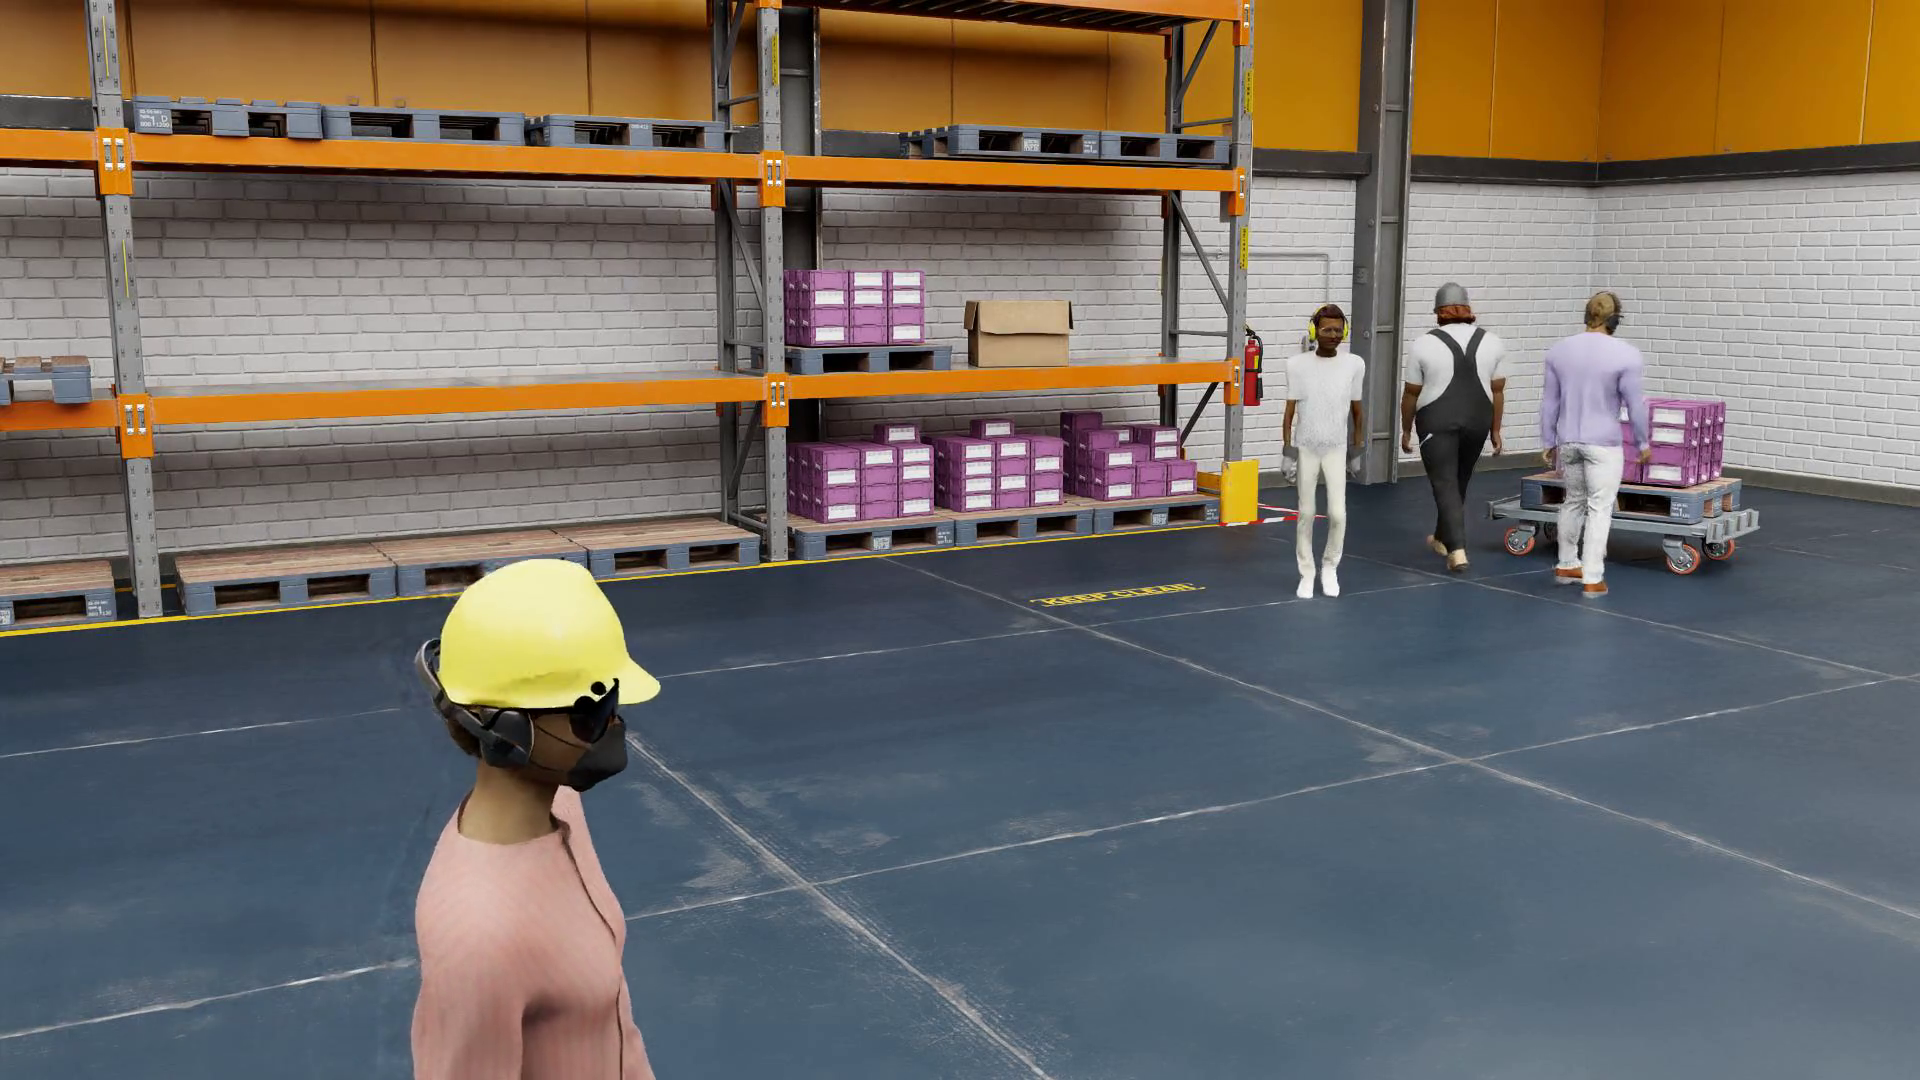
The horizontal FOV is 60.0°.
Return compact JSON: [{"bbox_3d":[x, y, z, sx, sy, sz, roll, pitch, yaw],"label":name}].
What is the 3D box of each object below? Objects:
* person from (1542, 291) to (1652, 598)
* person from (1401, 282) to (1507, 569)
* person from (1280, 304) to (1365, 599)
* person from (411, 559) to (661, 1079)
[{"bbox_3d":[4.032,-0.601,10.512,0.545,1.920,0.640,-6,11,-31],"label":"person"},{"bbox_3d":[3.424,-0.839,11.592,0.686,2.000,1.059,-1,9,-5],"label":"person"},{"bbox_3d":[2.248,-0.537,10.344,0.492,1.852,0.508,2,10,12],"label":"person"},{"bbox_3d":[-0.586,0.866,2.152,0.869,1.727,0.522,-1,9,-9],"label":"person"}]
